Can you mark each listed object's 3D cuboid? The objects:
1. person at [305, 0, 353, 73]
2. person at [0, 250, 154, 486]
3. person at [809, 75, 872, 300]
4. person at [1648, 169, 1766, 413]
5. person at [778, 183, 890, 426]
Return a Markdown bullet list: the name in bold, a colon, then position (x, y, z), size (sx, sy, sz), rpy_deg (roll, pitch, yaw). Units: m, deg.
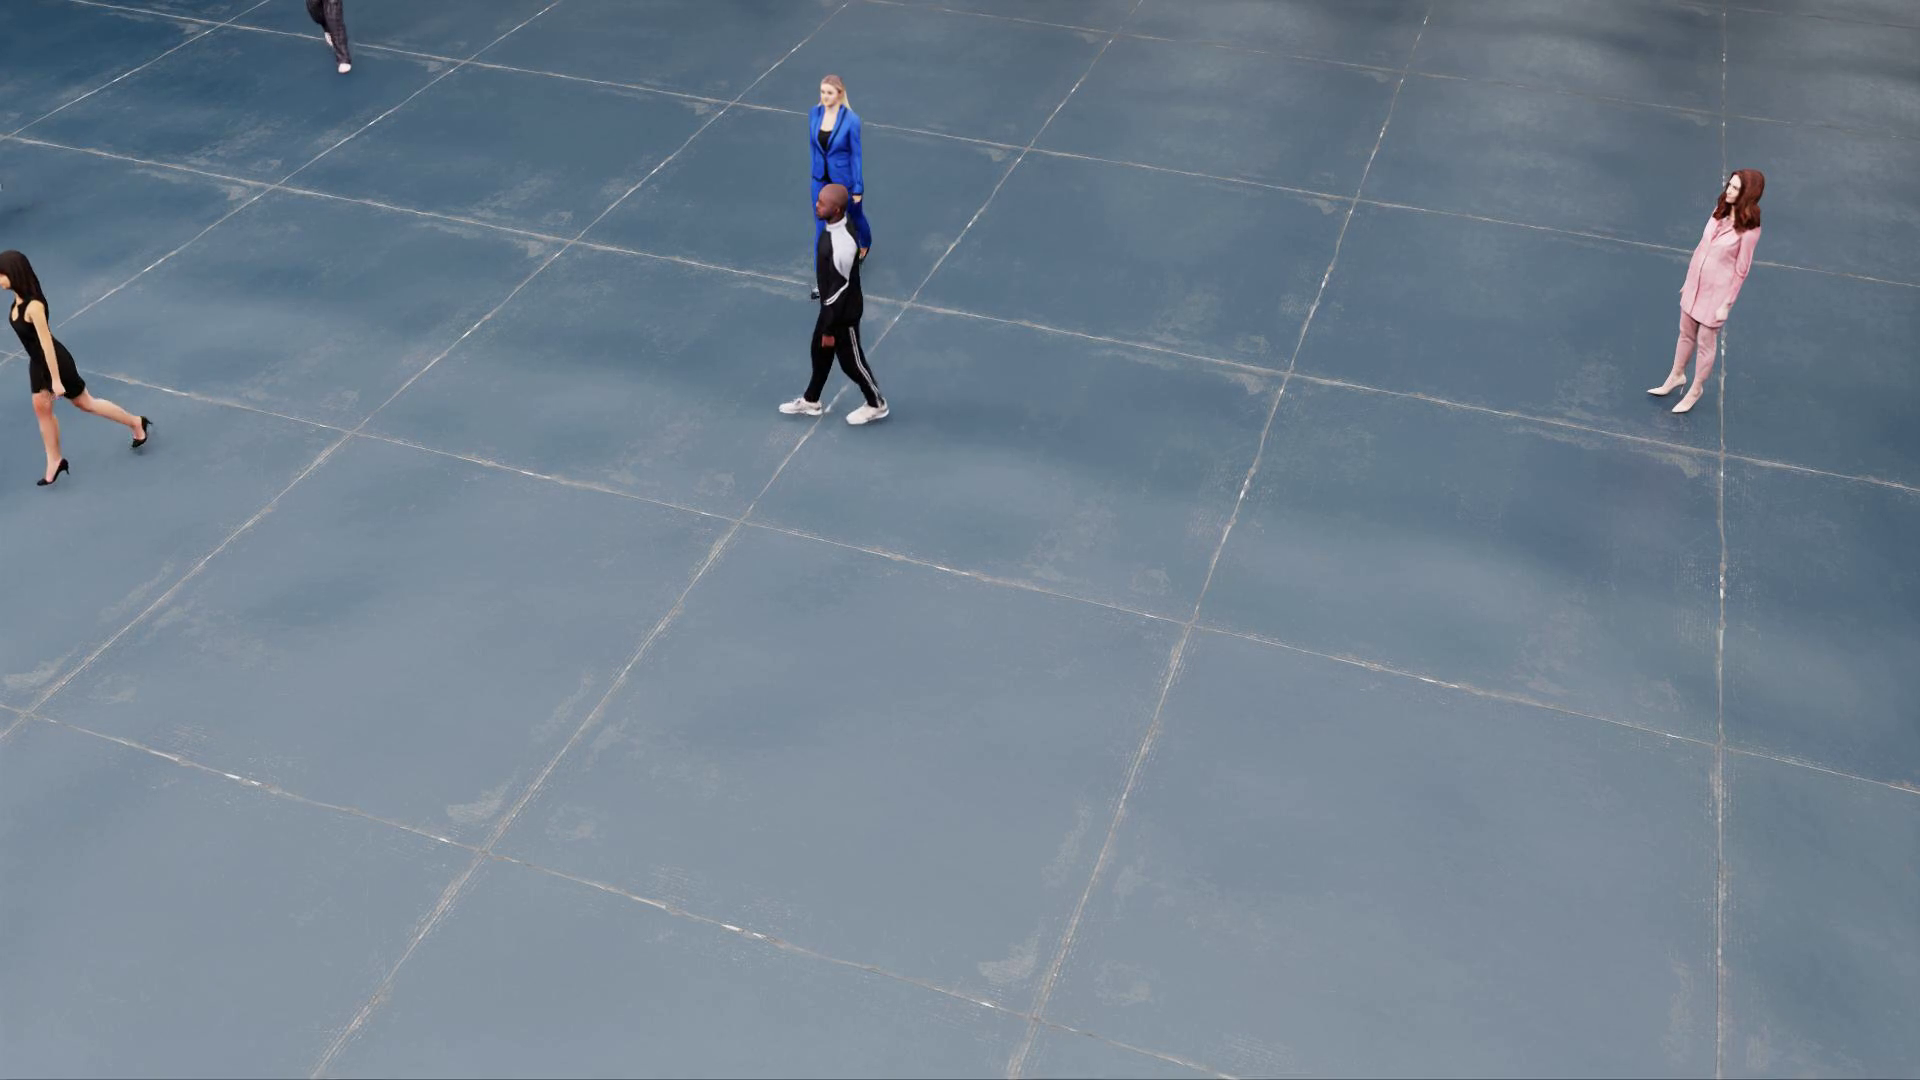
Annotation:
- **person**: position (-6.281, -5.579, 16.289), size (0.986, 1.849, 1.135), rpy_deg (-8, 39, -10)
- **person**: position (-5.795, -1.139, 10.805), size (1.114, 1.614, 0.877), rpy_deg (-31, 47, -33)
- **person**: position (-0.897, -2.786, 12.879), size (0.646, 1.651, 1.111), rpy_deg (14, 40, 17)
- **person**: position (5.150, -1.705, 11.376), size (0.746, 1.803, 0.657), rpy_deg (-11, 39, -14)
- **person**: position (-0.728, -1.561, 11.190), size (1.036, 1.804, 1.068), rpy_deg (-5, 38, -7)
